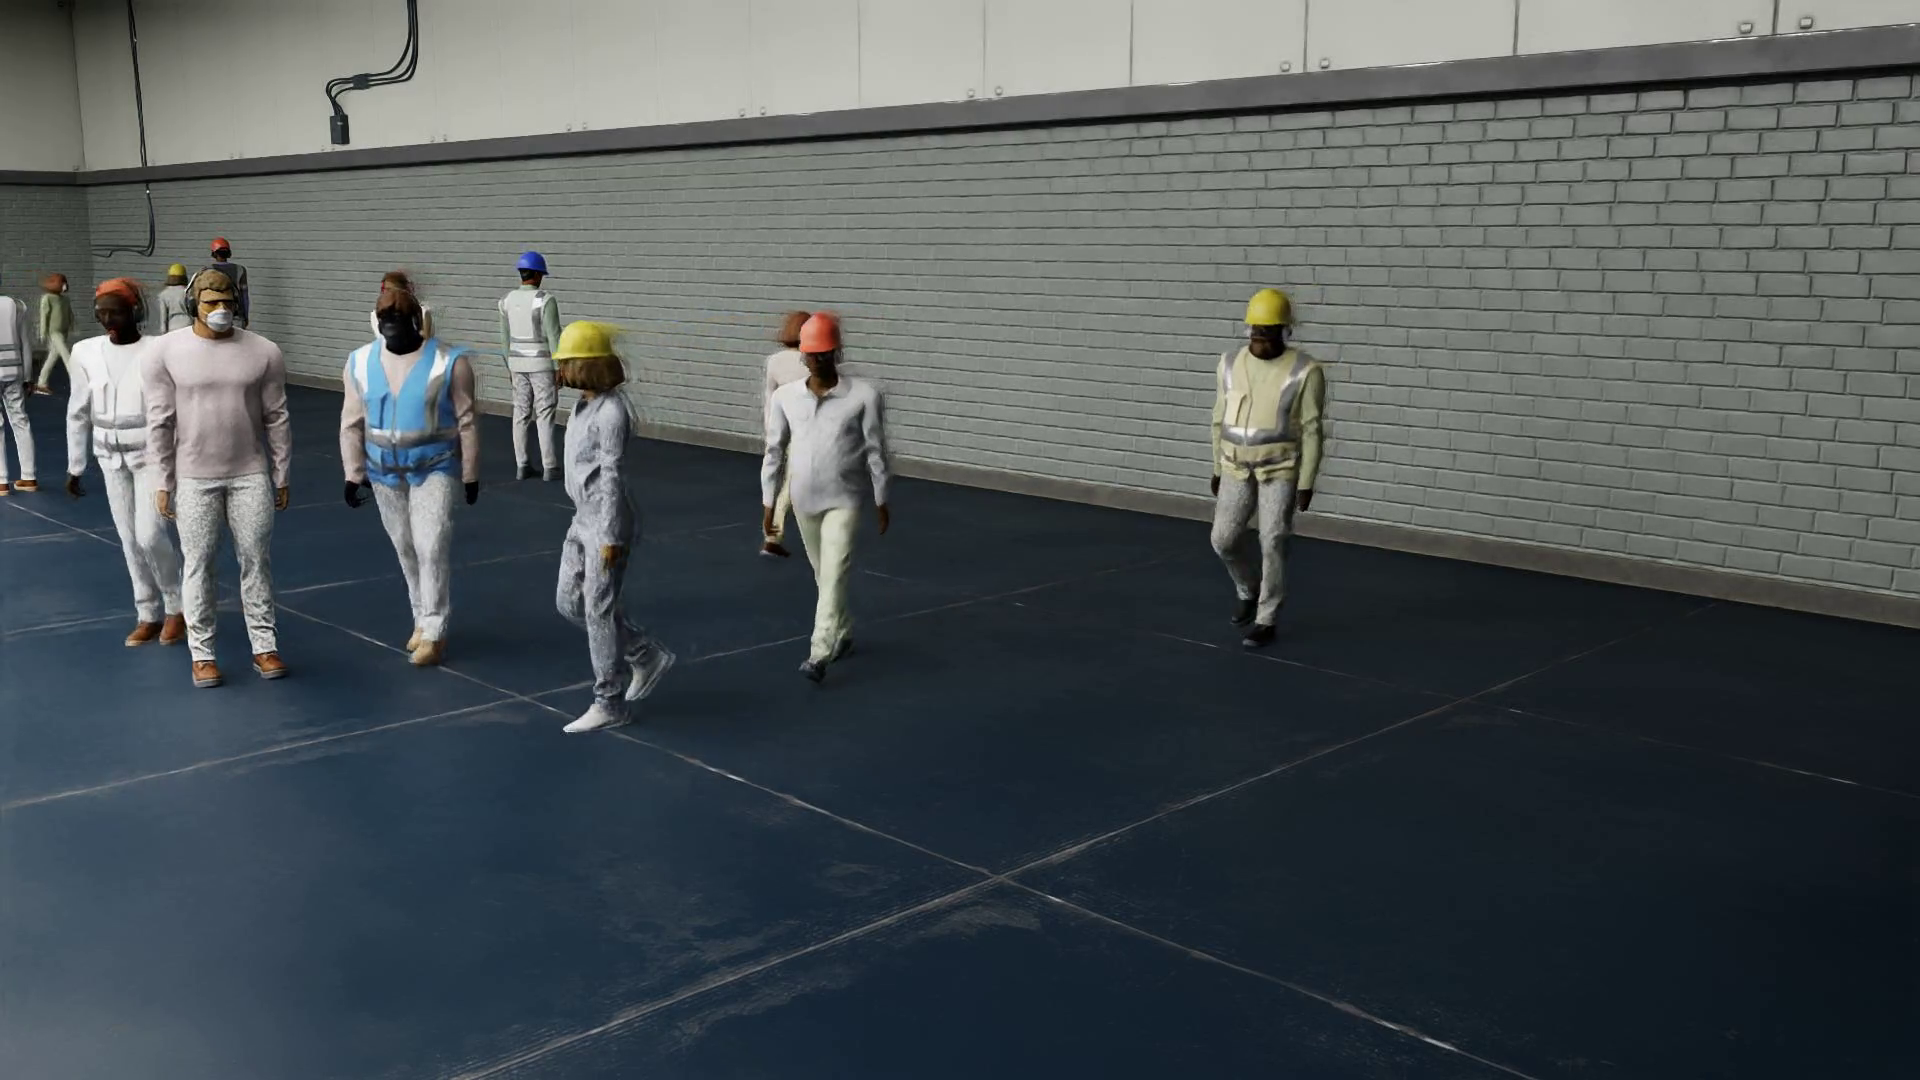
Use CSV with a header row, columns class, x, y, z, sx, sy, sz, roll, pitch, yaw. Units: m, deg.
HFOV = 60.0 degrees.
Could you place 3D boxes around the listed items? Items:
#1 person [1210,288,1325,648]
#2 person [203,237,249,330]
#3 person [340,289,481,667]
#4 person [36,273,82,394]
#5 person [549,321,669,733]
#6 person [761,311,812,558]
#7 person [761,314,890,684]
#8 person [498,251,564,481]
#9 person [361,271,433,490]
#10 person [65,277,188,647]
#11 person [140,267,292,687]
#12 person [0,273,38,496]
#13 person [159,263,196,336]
class,x,y,z,sx,sy,sz,roll,pitch,yaw
person,1.527,-0.356,8.398,0.615,1.815,0.436,7,13,34
person,-10.051,-3.108,22.779,0.605,2.045,0.387,-9,14,-42
person,-2.702,-0.300,8.104,0.630,1.809,0.822,1,10,5
person,-11.724,-2.679,21.686,0.876,1.578,0.511,1,10,3
person,-1.484,-0.054,6.997,0.430,1.733,0.487,-6,12,-31
person,-1.050,-0.692,10.845,0.520,1.592,0.849,8,13,38
person,-0.657,-0.199,7.821,0.590,1.702,0.908,3,11,15
person,-3.608,-1.468,14.114,0.603,1.944,0.391,5,11,24
person,-4.600,-1.302,13.667,0.560,1.783,1.004,2,11,10
person,-4.149,-0.372,8.348,0.580,1.870,0.471,1,10,6
person,-3.417,-0.288,7.722,0.625,1.933,0.374,-7,12,-33
person,-7.725,-1.296,13.348,0.337,1.879,0.584,5,12,26
person,-9.945,-2.666,21.291,0.494,1.739,0.616,1,10,8
